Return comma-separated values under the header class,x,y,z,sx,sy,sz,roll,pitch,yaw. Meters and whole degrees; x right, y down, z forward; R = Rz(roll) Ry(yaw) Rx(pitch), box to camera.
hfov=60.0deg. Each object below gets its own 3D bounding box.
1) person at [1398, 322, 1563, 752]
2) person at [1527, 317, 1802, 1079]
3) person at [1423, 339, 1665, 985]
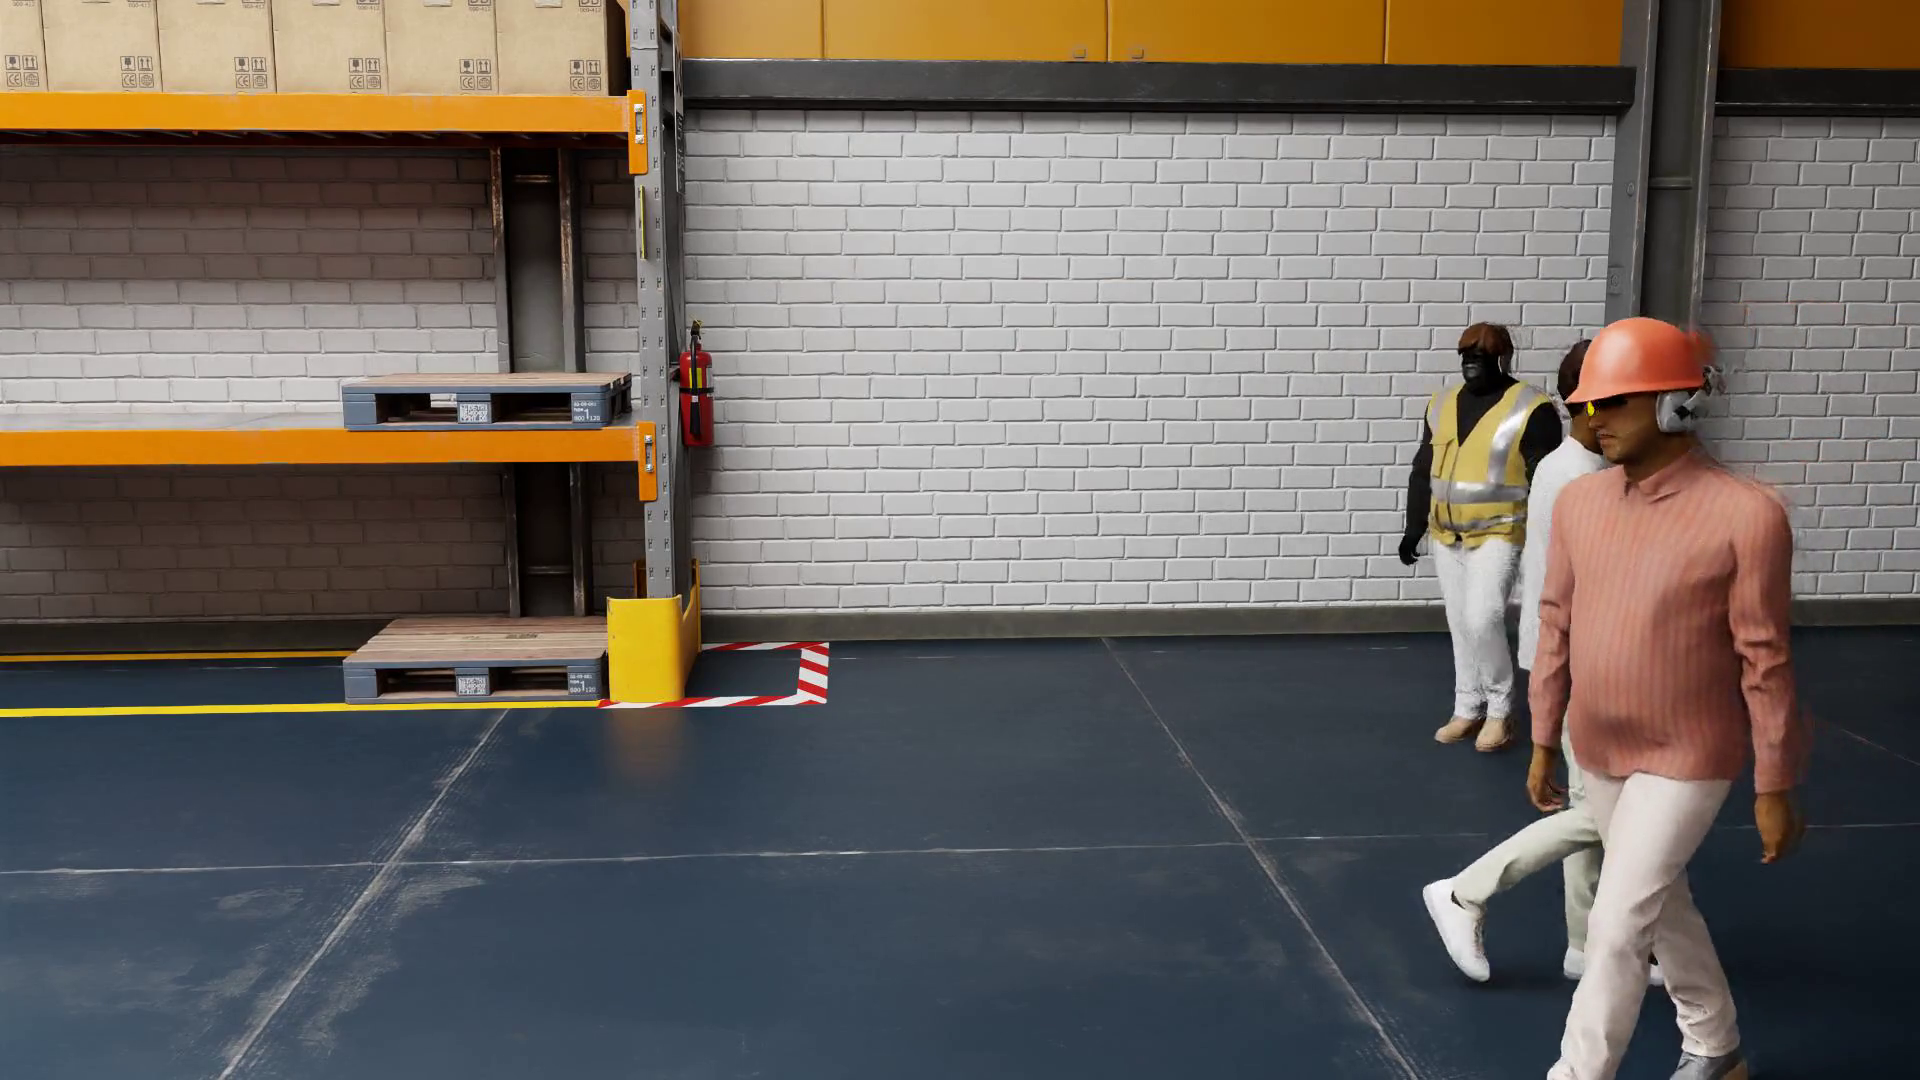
class,x,y,z,sx,sy,sz,roll,pitch,yaw
person,2.198,-0.007,7.093,0.465,1.829,0.644,-6,11,-33
person,1.549,0.465,3.786,1.045,1.934,0.622,-5,10,-27
person,1.694,0.367,4.635,0.639,1.853,0.575,3,9,17
